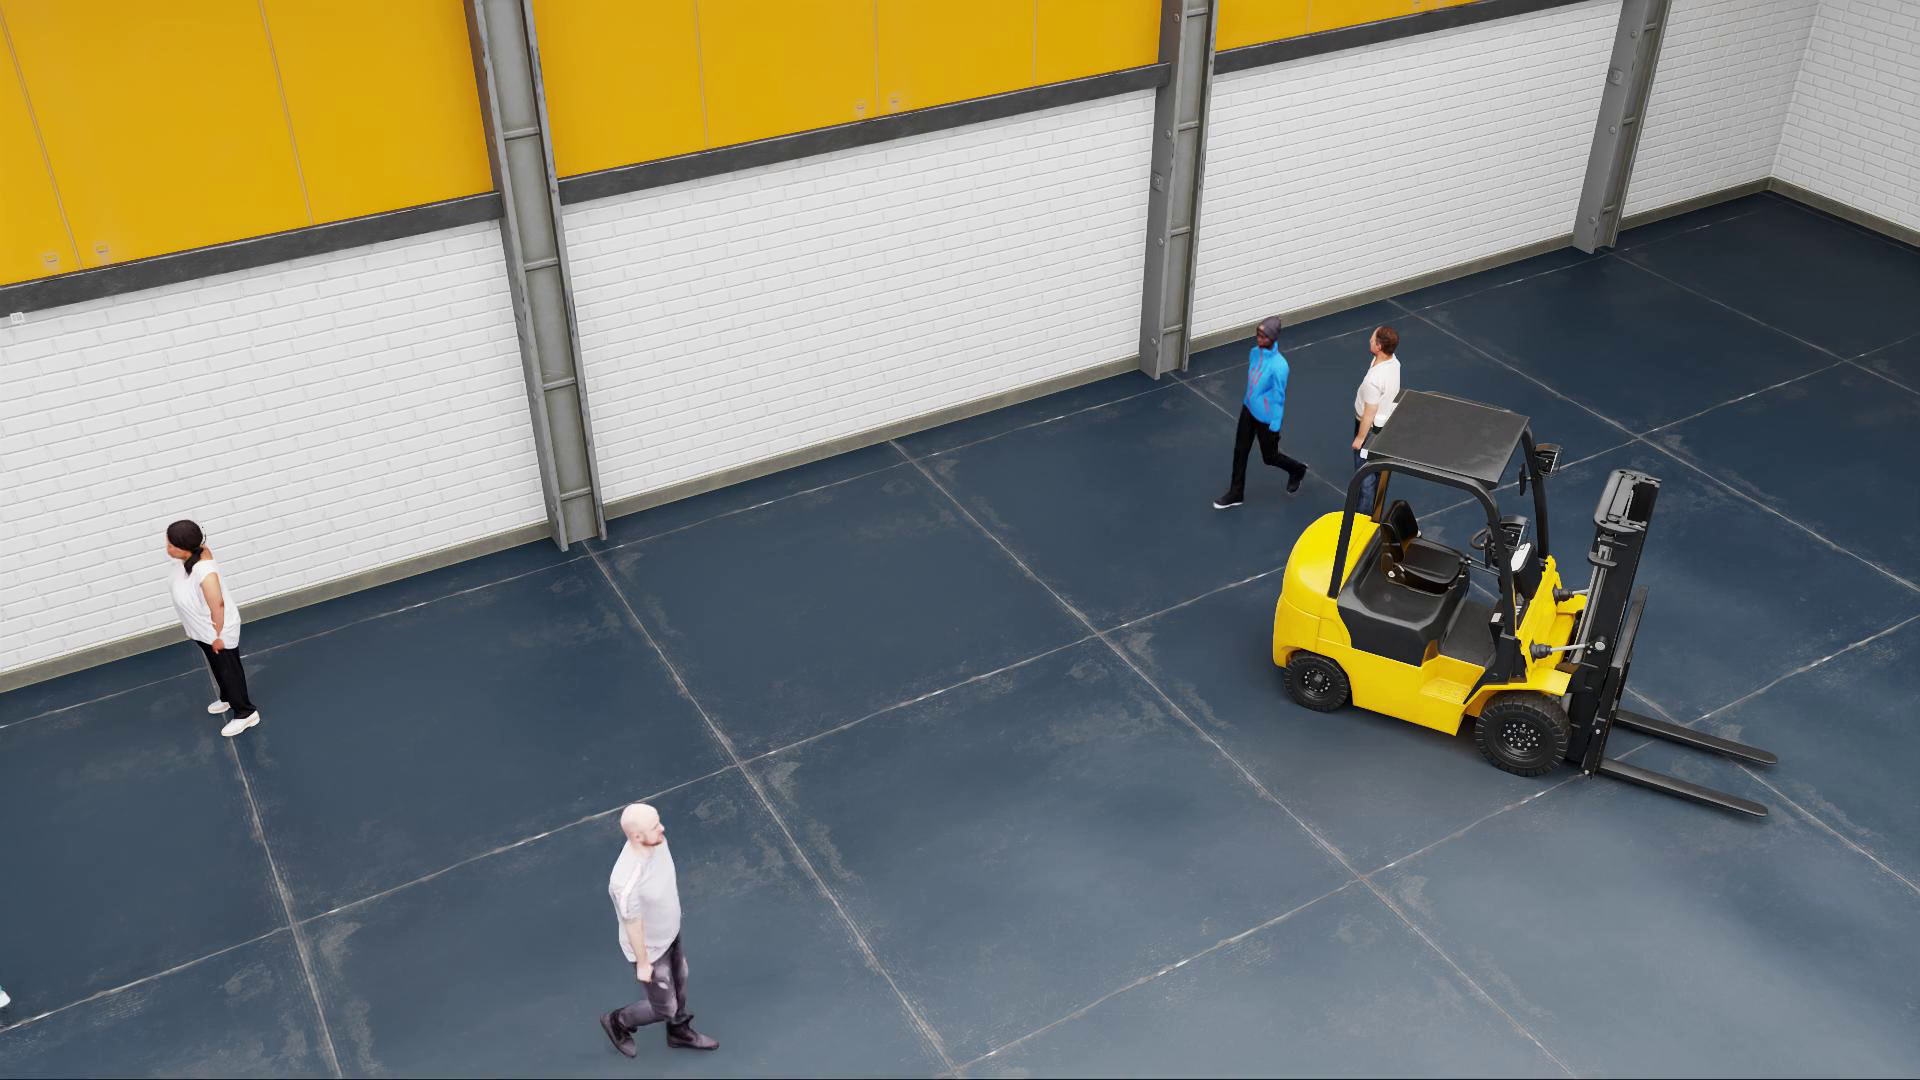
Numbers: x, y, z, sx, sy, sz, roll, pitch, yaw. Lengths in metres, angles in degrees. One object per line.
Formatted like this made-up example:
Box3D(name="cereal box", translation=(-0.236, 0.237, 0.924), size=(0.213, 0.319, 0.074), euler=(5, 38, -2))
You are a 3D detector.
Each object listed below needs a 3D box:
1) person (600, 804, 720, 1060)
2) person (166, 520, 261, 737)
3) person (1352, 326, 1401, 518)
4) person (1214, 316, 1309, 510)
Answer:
Box3D(name="person", translation=(-1.731, 2.142, 9.009), size=(1.018, 1.824, 0.951), euler=(7, 34, 10))
Box3D(name="person", translation=(-5.190, 0.575, 11.489), size=(0.610, 1.688, 0.660), euler=(-21, 39, -28))
Box3D(name="person", translation=(3.378, -0.892, 13.545), size=(0.809, 1.855, 0.669), euler=(21, 39, 28))
Box3D(name="person", translation=(2.600, -1.056, 13.865), size=(1.055, 1.775, 0.625), euler=(-16, 37, -23))
